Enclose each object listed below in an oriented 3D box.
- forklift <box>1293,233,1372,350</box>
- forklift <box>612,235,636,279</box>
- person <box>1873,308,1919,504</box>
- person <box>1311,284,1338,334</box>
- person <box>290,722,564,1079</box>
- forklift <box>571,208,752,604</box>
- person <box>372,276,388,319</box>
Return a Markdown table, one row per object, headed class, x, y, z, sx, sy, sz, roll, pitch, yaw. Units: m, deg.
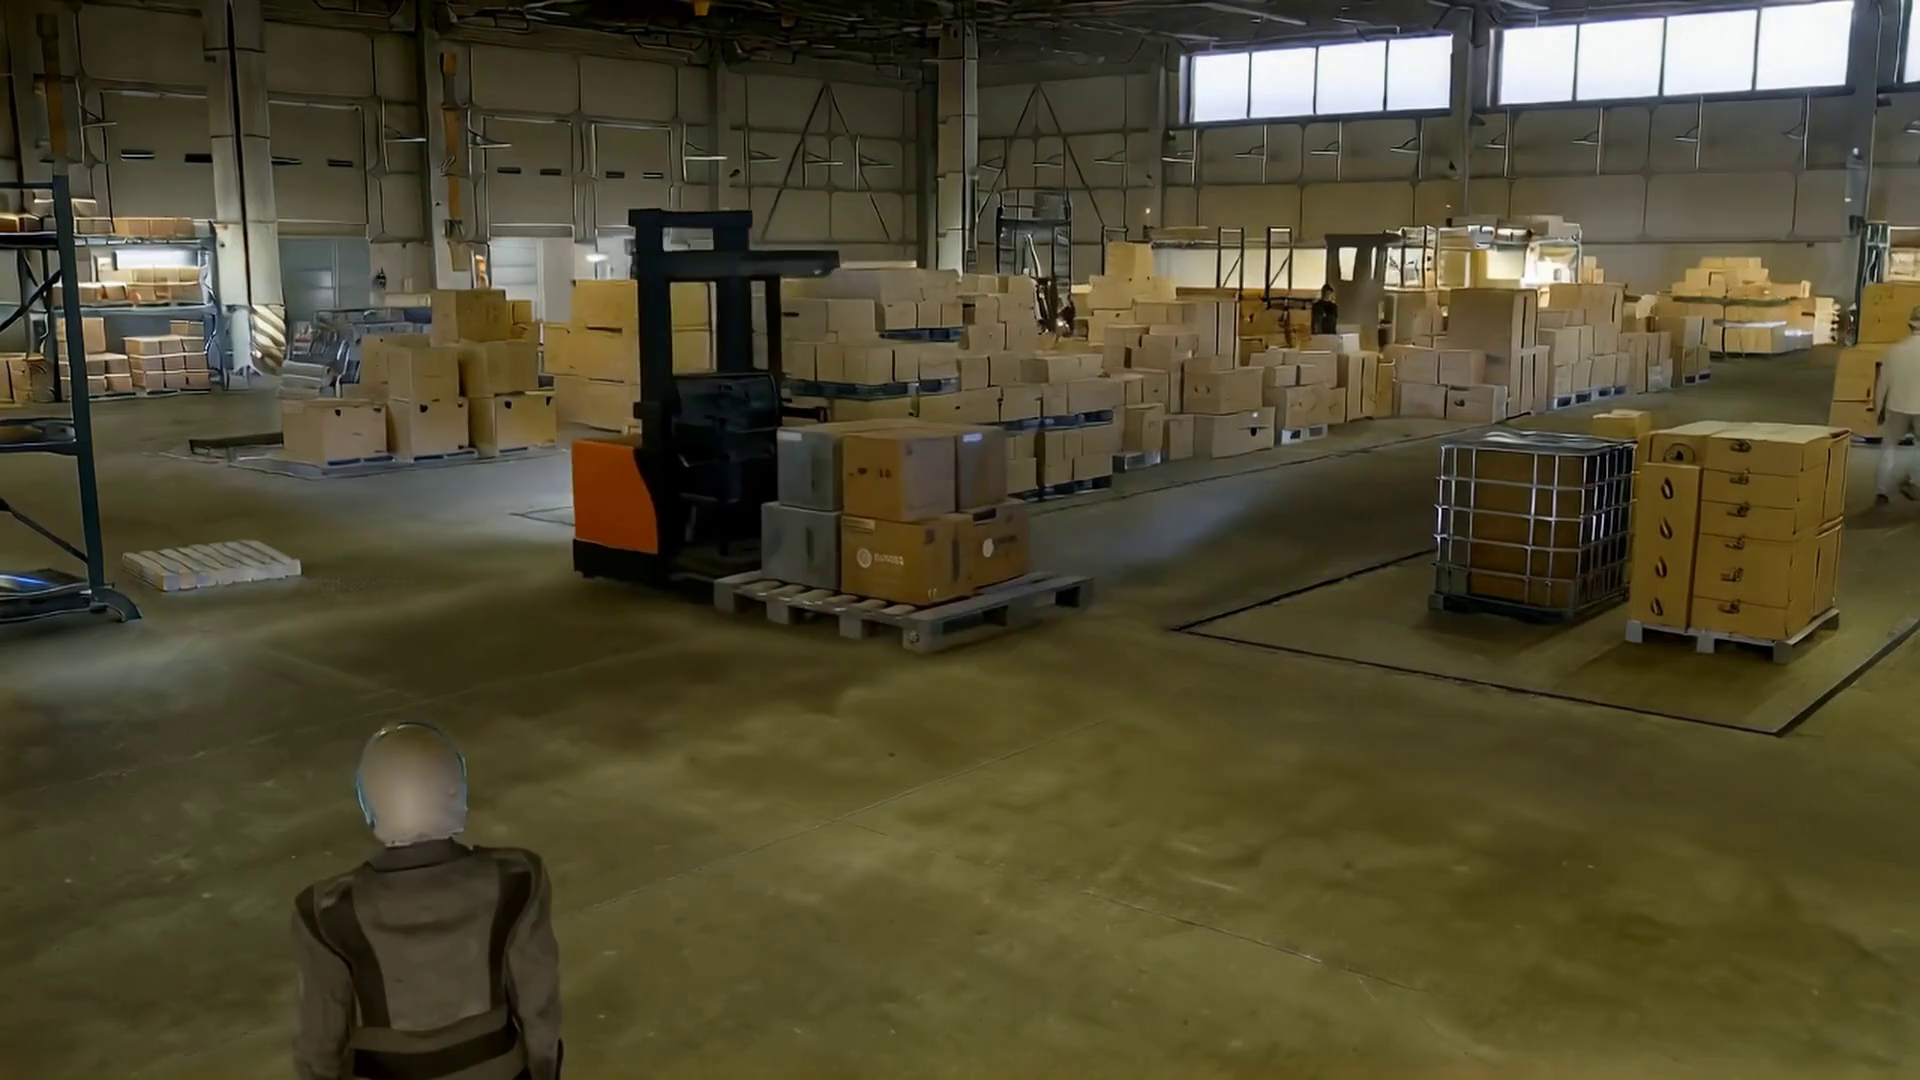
| class | x | y | z | sx | sy | sz | roll | pitch | yaw |
| --- | --- | --- | --- | --- | --- | --- | --- | --- | --- |
| forklift | 7.468 | -4.541 | 32.247 | 1.873 | 2.768 | 1.129 | -7 | 12 | -34 |
| forklift | -7.300 | -5.450 | 37.421 | 1.873 | 2.768 | 1.129 | 8 | 13 | 40 |
| person | 9.420 | -1.322 | 16.490 | 0.505 | 1.964 | 0.637 | -9 | 14 | -43 |
| person | 6.207 | -3.367 | 28.242 | 0.628 | 1.940 | 0.373 | -9 | 14 | -43 |
| person | -1.038 | 1.161 | 3.319 | 0.511 | 1.639 | 0.308 | -5 | 11 | -27 |
| forklift | -1.981 | -1.060 | 12.428 | 1.873 | 2.768 | 1.129 | 8 | 13 | 40 |
| person | -14.132 | -5.484 | 40.456 | 0.953 | 1.889 | 0.605 | -8 | 13 | -38 |
